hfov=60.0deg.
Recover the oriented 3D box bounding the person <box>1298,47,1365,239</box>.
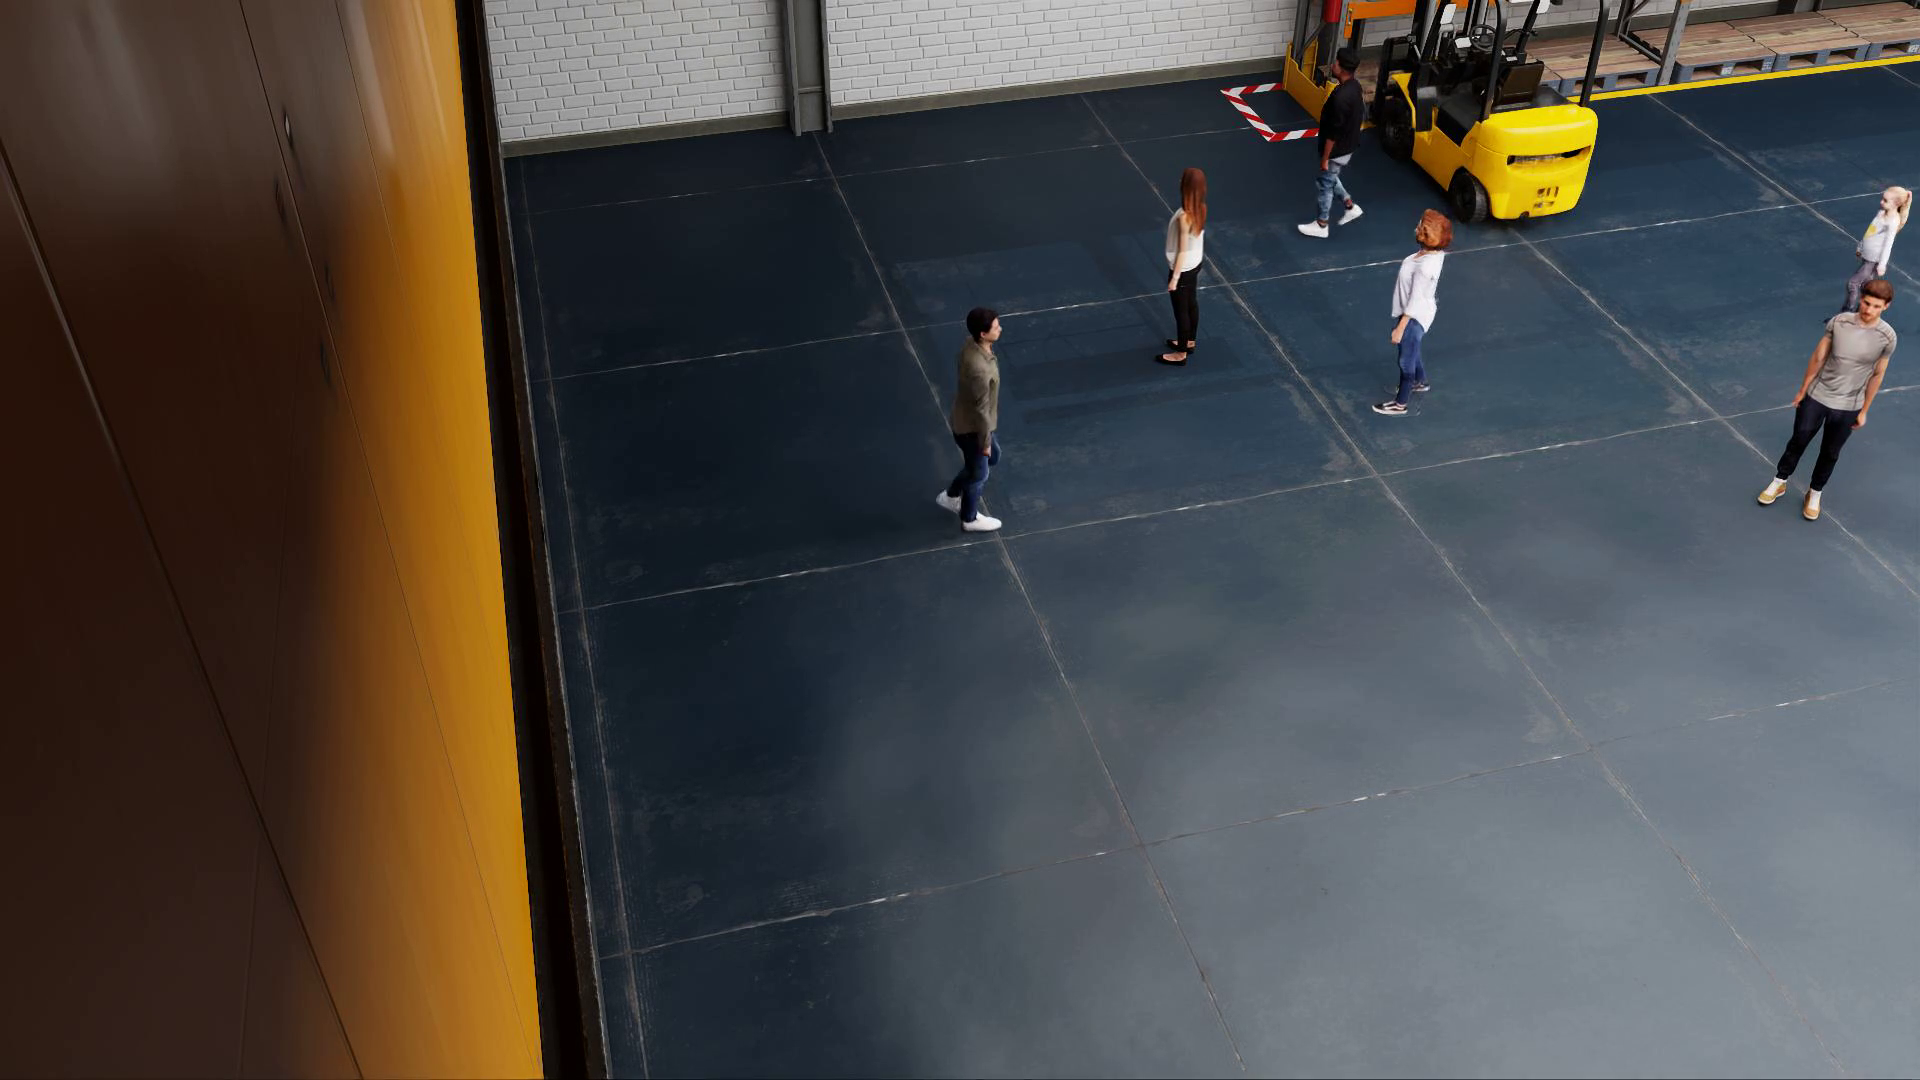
[{"bbox_3d":[3.497,-3.561,15.089,0.974,1.797,0.911,17,42,20],"label":"person"}]

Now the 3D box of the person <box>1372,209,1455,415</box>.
[{"bbox_3d":[3.587,-1.769,12.912,0.840,1.712,0.814,8,39,10],"label":"person"}]

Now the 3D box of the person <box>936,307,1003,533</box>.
[{"bbox_3d":[0.014,-0.820,11.613,0.792,1.851,0.797,-2,39,-3],"label":"person"}]

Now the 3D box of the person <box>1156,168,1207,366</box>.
[{"bbox_3d":[1.832,-2.212,13.460,0.696,1.721,0.642,18,42,21],"label":"person"}]

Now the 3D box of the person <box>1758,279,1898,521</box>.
[{"bbox_3d":[6.225,-1.021,11.832,0.730,1.893,0.770,24,44,27],"label":"person"}]

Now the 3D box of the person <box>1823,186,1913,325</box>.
[{"bbox_3d":[7.774,-2.379,14.032,0.701,1.269,0.631,7,39,8],"label":"person"}]
